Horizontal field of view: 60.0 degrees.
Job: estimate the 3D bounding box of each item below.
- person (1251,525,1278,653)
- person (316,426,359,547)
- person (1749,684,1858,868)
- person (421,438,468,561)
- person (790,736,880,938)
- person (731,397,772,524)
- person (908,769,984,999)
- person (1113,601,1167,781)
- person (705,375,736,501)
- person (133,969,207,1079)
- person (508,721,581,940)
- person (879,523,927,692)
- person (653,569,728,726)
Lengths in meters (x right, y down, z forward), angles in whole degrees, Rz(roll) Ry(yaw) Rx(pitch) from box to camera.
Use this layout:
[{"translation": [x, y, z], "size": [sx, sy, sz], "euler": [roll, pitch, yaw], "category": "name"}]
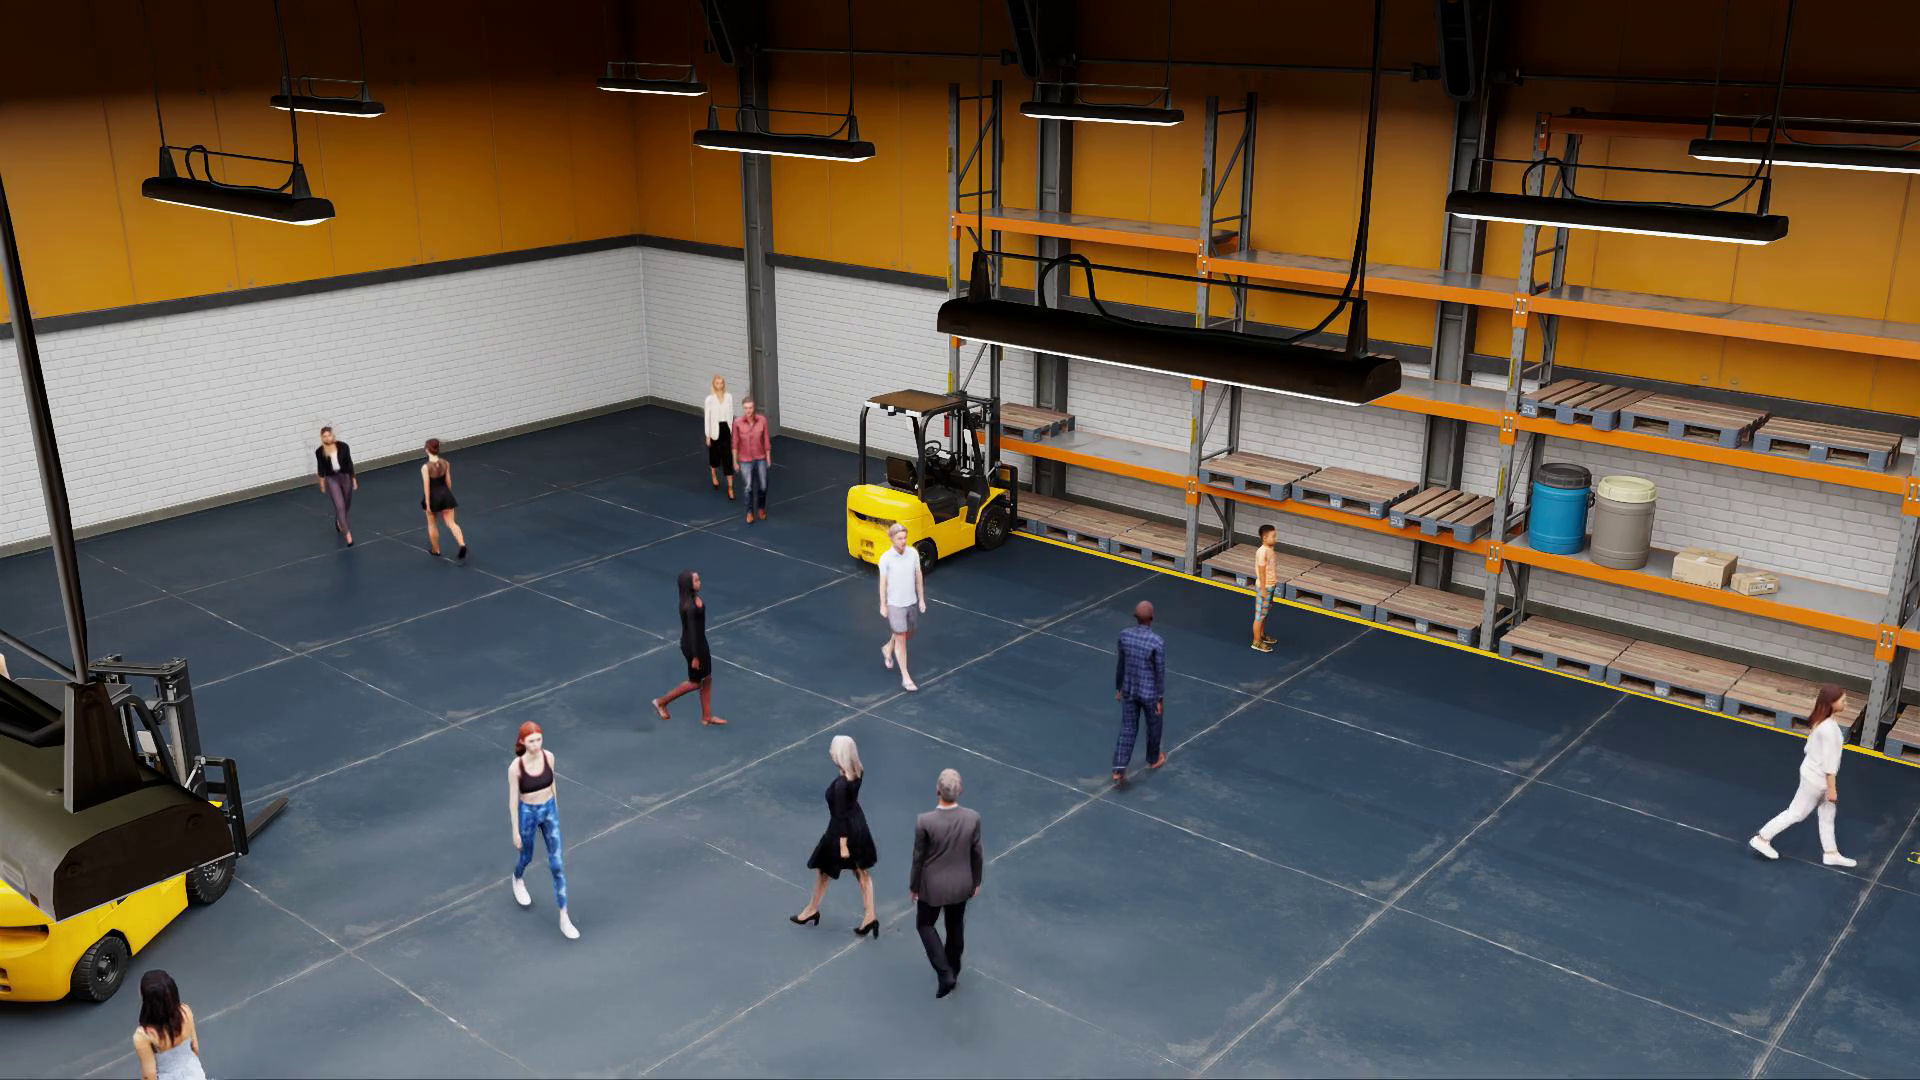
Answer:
[{"translation": [3.483, 0.524, 19.011], "size": [0.580, 1.461, 0.578], "euler": [7, 20, 20], "category": "person"}, {"translation": [-8.444, -0.761, 22.570], "size": [0.831, 1.624, 1.131], "euler": [-13, 22, -33], "category": "person"}, {"translation": [7.247, 2.031, 14.232], "size": [1.164, 1.654, 0.862], "euler": [6, 20, 19], "category": "person"}, {"translation": [-6.777, -0.502, 21.758], "size": [1.032, 1.651, 0.599], "euler": [16, 24, 39], "category": "person"}, {"translation": [-0.814, 2.364, 13.137], "size": [1.062, 1.723, 0.857], "euler": [6, 19, 16], "category": "person"}, {"translation": [-2.931, -1.153, 23.432], "size": [0.840, 1.818, 0.880], "euler": [-3, 19, -10], "category": "person"}, {"translation": [-0.094, 2.583, 12.331], "size": [0.968, 1.822, 1.051], "euler": [-6, 19, -17], "category": "person"}, {"translation": [1.675, 1.459, 15.722], "size": [1.071, 1.787, 0.877], "euler": [10, 21, 27], "category": "person"}, {"translation": [-3.567, -1.520, 24.533], "size": [0.964, 1.810, 1.273], "euler": [-9, 21, -25], "category": "person"}, {"translation": [-4.691, 3.414, 10.095], "size": [1.216, 1.674, 0.769], "euler": [10, 21, 27], "category": "person"}, {"translation": [-3.447, 2.275, 13.377], "size": [0.744, 1.739, 1.277], "euler": [-15, 24, -37], "category": "person"}, {"translation": [-0.675, 0.672, 18.036], "size": [0.891, 1.802, 1.206], "euler": [-11, 22, -30], "category": "person"}, {"translation": [-2.773, 1.120, 16.865], "size": [1.056, 1.701, 0.984], "euler": [-1, 19, -4], "category": "person"}]
